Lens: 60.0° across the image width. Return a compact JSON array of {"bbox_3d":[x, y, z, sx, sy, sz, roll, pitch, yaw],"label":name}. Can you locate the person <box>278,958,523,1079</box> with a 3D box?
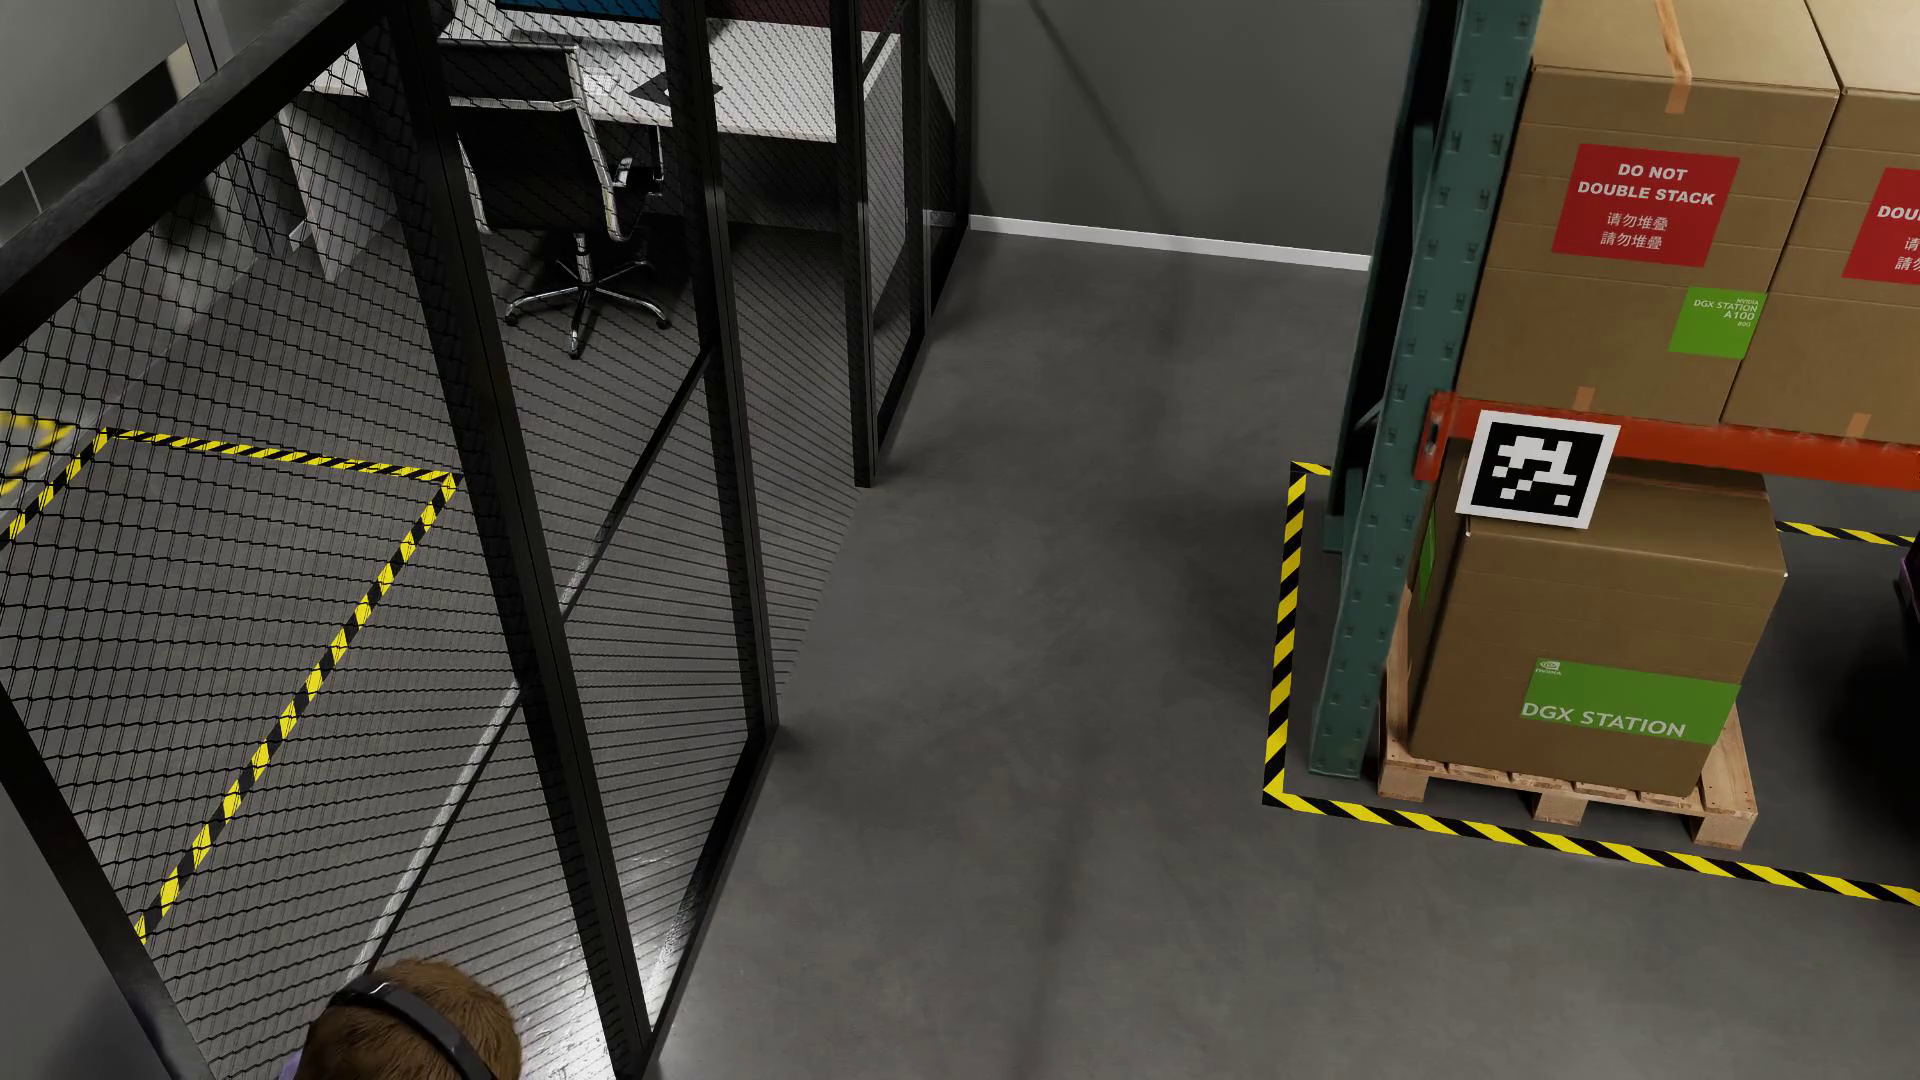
[{"bbox_3d":[-0.529,1.157,2.164,0.638,1.939,0.357,19,44,20],"label":"person"}]
